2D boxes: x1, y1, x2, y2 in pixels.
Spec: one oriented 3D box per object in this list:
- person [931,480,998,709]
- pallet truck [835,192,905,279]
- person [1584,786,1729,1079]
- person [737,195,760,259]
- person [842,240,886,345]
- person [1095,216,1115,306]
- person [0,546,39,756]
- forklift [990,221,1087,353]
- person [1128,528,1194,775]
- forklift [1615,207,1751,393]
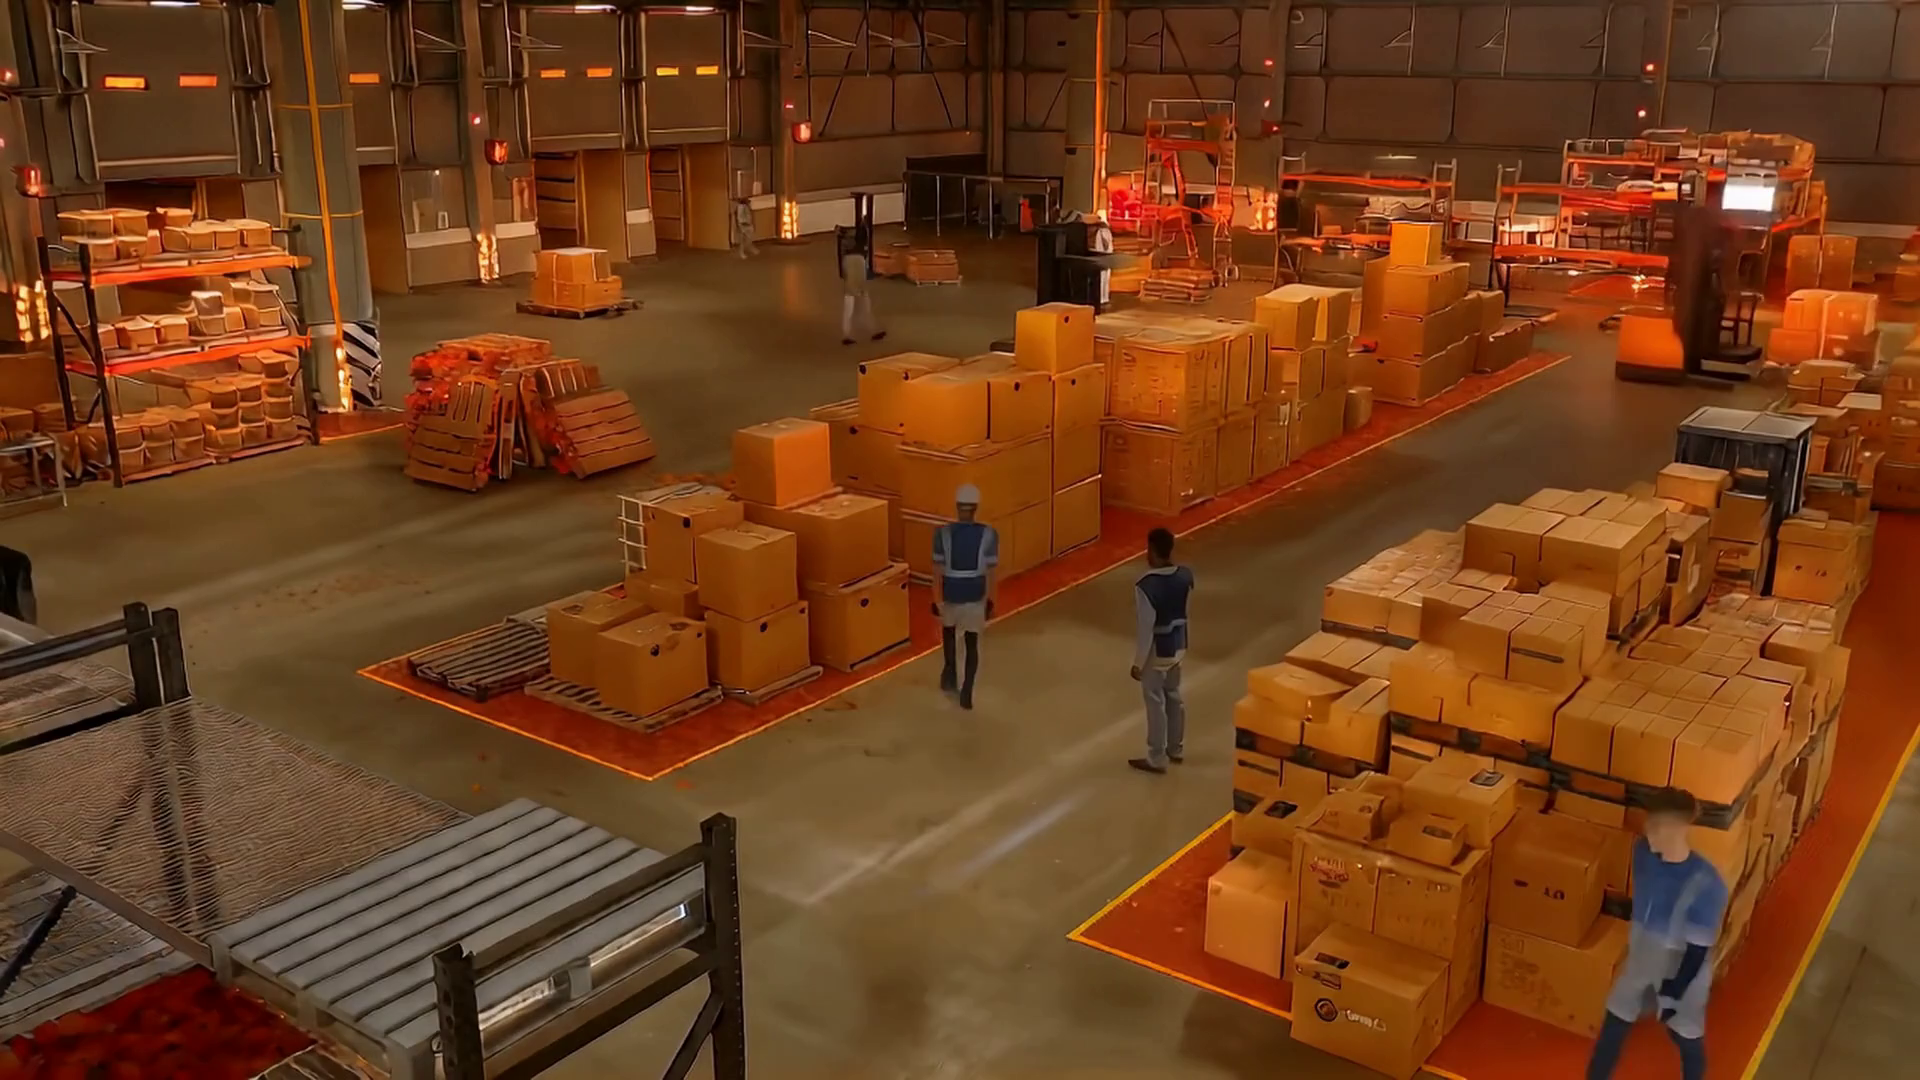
[{"bbox_3d":[0.029,0.415,14.061,0.558,1.901,0.835,-1,17,-2],"label":"person"},{"bbox_3d":[-1.936,-7.159,38.982,1.885,1.965,0.823,-12,21,-34],"label":"pallet truck"},{"bbox_3d":[3.451,2.145,8.314,0.974,1.910,0.611,-7,18,-23],"label":"person"},{"bbox_3d":[-5.391,-7.963,42.331,0.552,1.590,0.847,15,22,40],"label":"person"},{"bbox_3d":[-1.831,-4.553,30.541,0.649,1.881,1.023,14,22,39],"label":"person"},{"bbox_3d":[3.035,-5.851,34.868,0.350,1.878,0.568,13,21,36],"label":"person"},{"bbox_3d":[-7.631,0.700,13.147,0.634,1.899,1.006,-10,20,-30],"label":"person"},{"bbox_3d":[1.462,-3.273,24.612,1.873,2.768,1.129,12,21,35],"label":"forklift"},{"bbox_3d":[1.537,0.843,12.620,0.596,1.917,0.372,-16,23,-43],"label":"person"},{"bbox_3d":[11.789,-3.931,26.792,1.873,2.768,1.129,12,21,35],"label":"forklift"}]
